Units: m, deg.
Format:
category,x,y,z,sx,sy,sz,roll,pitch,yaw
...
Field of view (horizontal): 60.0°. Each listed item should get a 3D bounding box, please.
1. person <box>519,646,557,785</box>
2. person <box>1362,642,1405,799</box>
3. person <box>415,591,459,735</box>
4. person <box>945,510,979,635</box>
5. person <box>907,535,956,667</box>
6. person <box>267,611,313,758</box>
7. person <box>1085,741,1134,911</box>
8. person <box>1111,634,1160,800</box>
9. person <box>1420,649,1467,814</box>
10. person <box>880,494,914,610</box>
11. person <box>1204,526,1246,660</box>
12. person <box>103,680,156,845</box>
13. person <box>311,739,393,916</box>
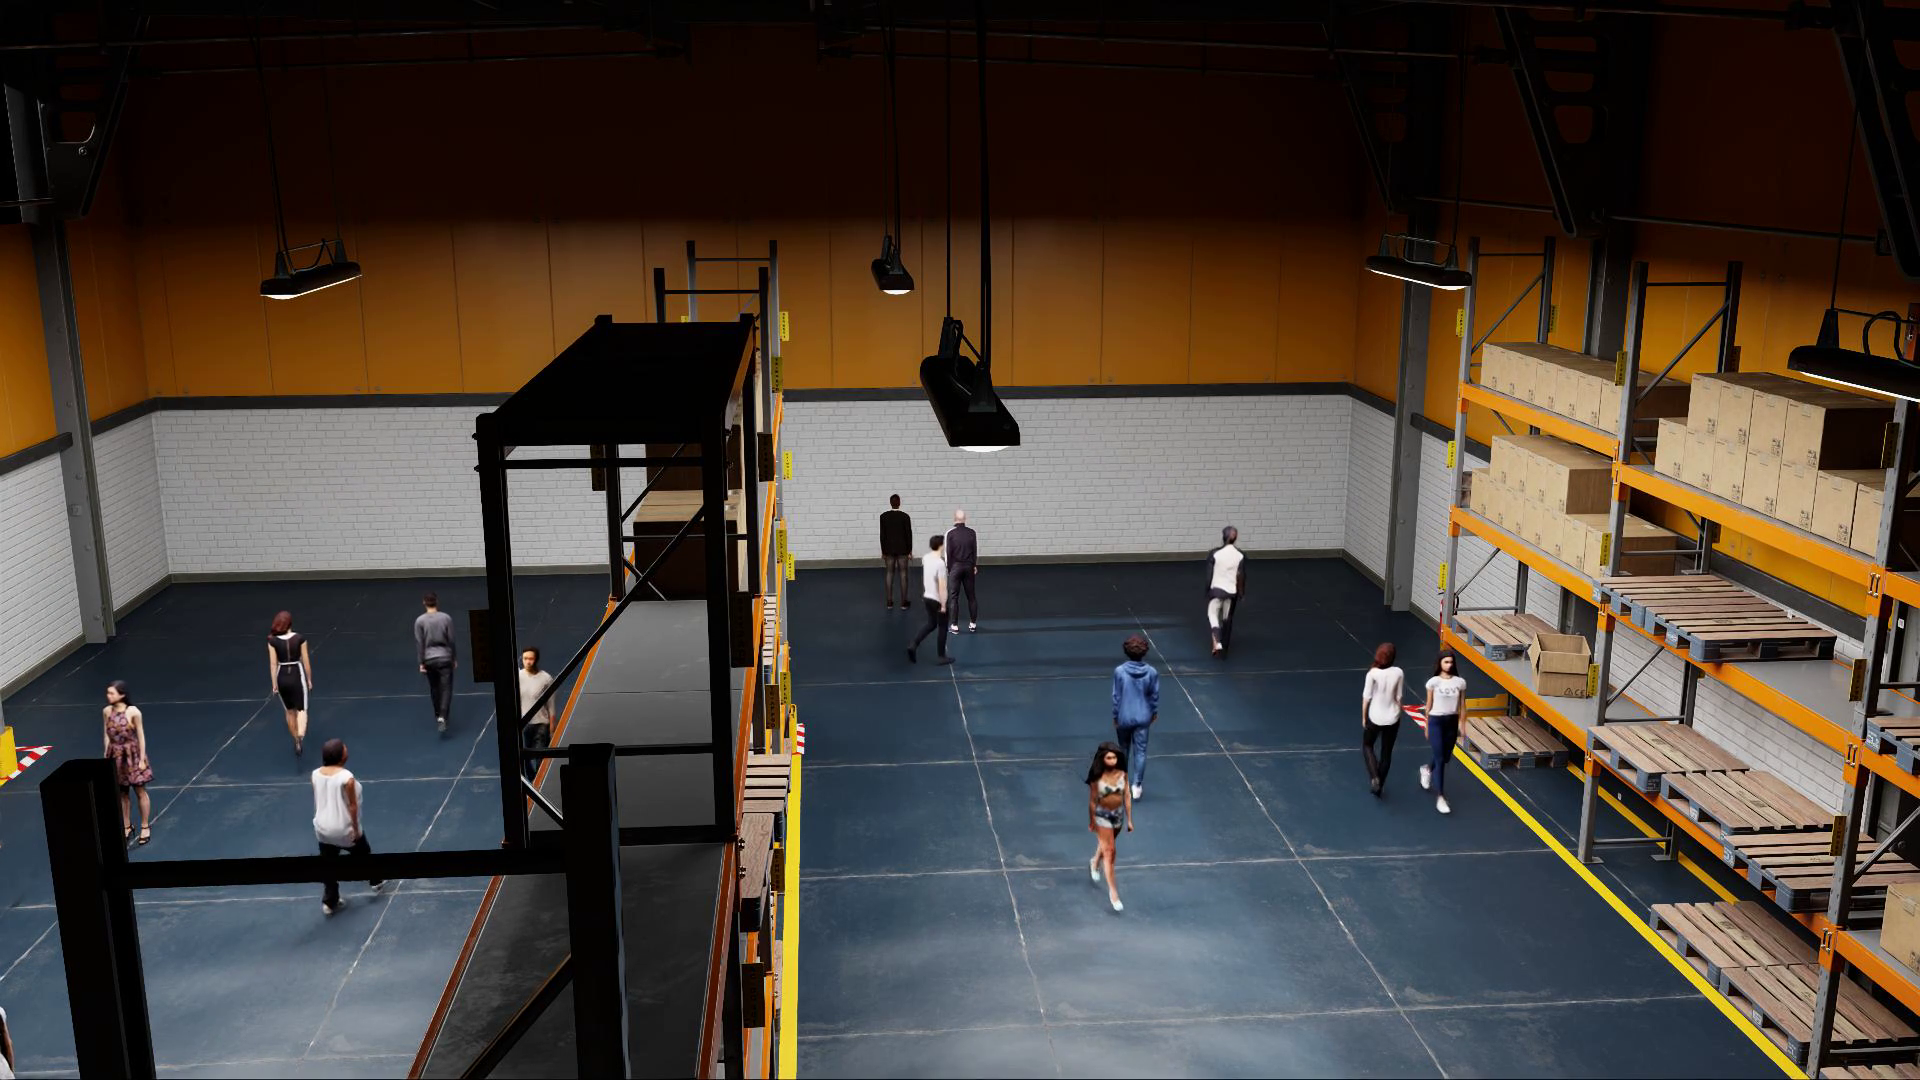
category,x,y,z,sx,sy,sz,roll,pitch,yaw
person,-4.637,1.988,18.191,0.704,1.803,0.645,0,14,1
person,4.639,2.009,18.143,0.633,1.785,0.719,0,14,-1
person,-6.378,1.506,20.323,0.682,1.737,1.097,-3,14,-11
person,0.020,0.461,24.435,0.735,1.833,0.673,-5,14,-20
person,-0.413,0.847,22.806,1.028,1.848,1.038,-10,17,-35
person,-7.770,1.725,19.337,0.737,1.776,1.056,-5,14,-18
person,1.392,2.664,15.871,0.775,1.581,1.115,-6,15,-22
person,1.919,1.971,18.323,0.812,1.775,1.118,1,14,5
person,5.231,2.035,18.118,0.626,1.747,1.088,-2,14,-8
person,-0.983,0.169,25.709,0.705,1.800,0.642,2,14,8
person,3.674,0.760,23.094,0.761,1.883,0.792,1,14,2
person,-8.550,2.274,17.071,0.710,1.773,0.720,1,14,5
person,-5.847,2.699,15.560,0.934,1.660,1.113,5,15,20
